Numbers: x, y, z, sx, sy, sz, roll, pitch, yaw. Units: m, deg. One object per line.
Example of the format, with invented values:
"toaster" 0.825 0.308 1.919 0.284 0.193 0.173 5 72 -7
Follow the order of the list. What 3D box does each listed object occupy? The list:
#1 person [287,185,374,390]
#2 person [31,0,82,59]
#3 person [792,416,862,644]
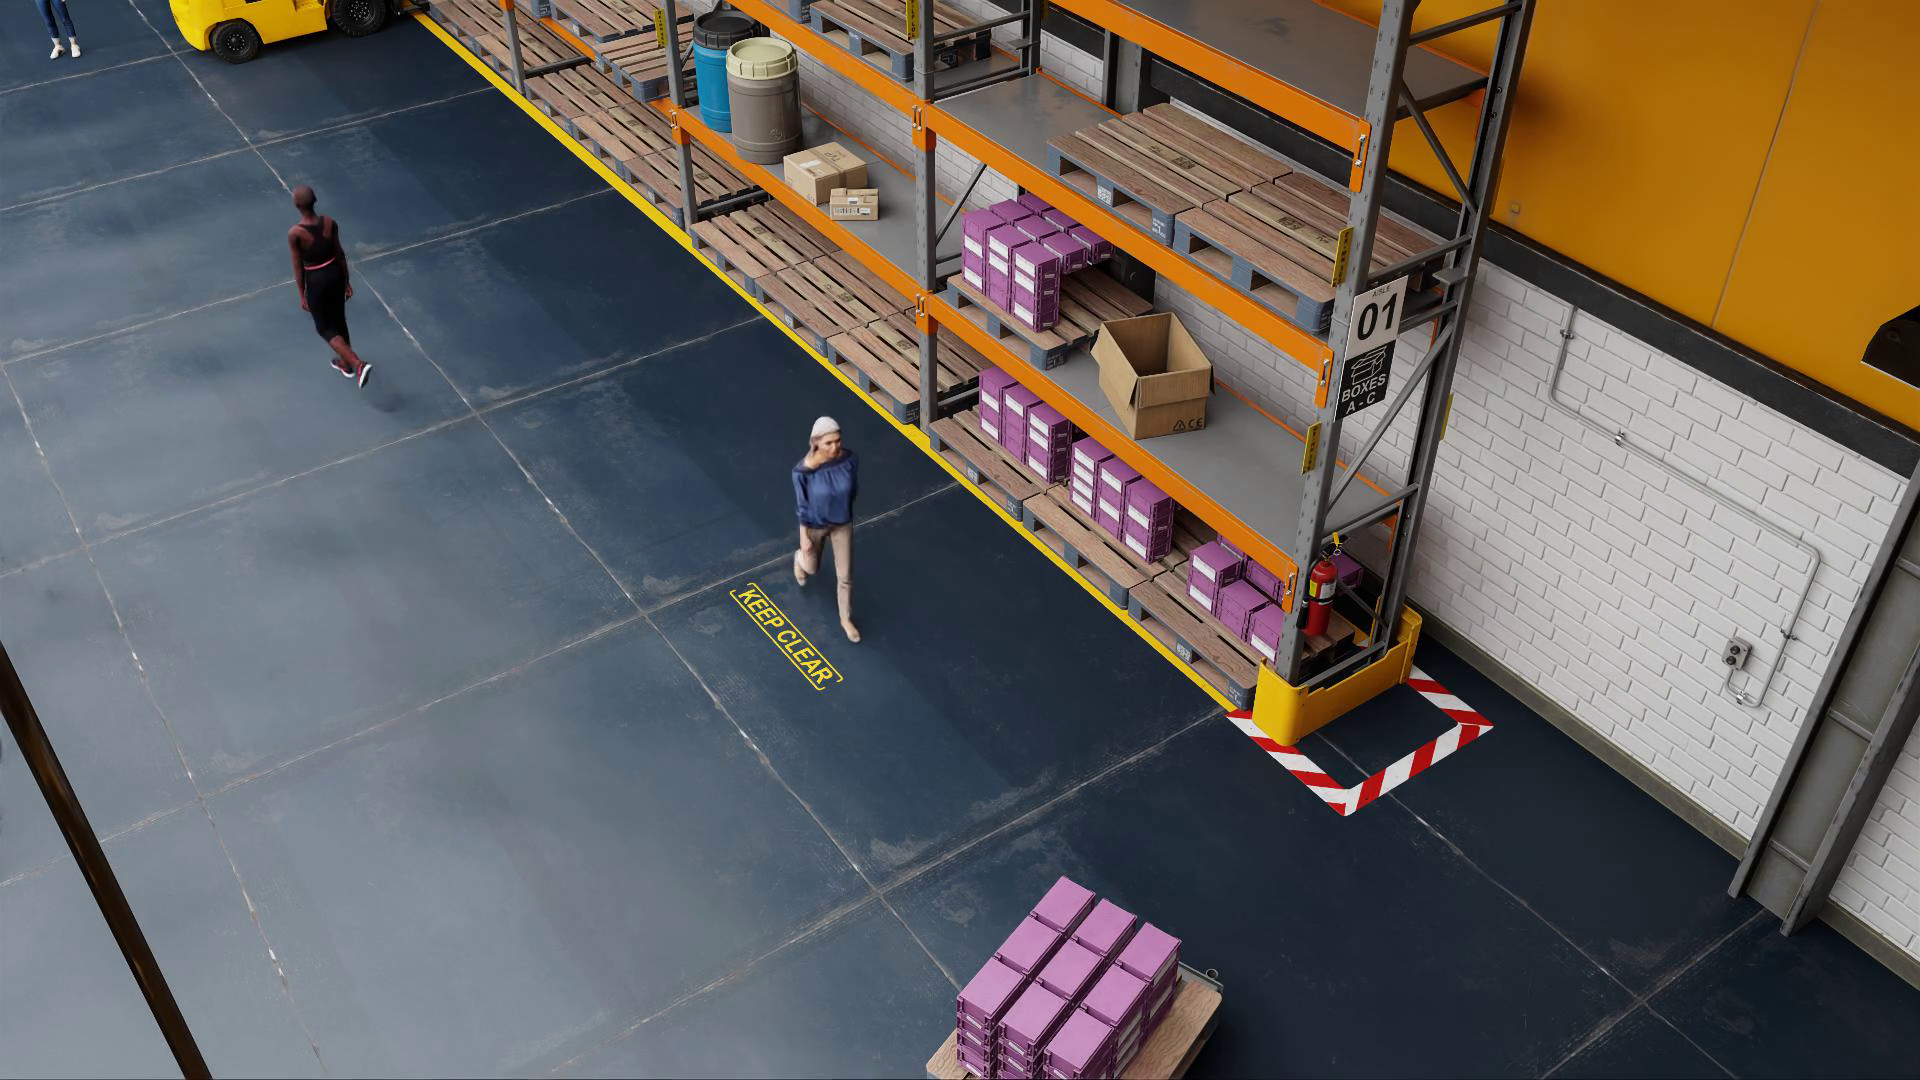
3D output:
"person" -5.010 -1.978 13.255 1.025 1.742 0.745 29 47 31
"person" -10.283 -6.187 18.739 0.640 1.476 0.637 -5 39 -6
"person" -0.919 -0.129 10.995 0.739 1.672 1.071 -16 41 -20
